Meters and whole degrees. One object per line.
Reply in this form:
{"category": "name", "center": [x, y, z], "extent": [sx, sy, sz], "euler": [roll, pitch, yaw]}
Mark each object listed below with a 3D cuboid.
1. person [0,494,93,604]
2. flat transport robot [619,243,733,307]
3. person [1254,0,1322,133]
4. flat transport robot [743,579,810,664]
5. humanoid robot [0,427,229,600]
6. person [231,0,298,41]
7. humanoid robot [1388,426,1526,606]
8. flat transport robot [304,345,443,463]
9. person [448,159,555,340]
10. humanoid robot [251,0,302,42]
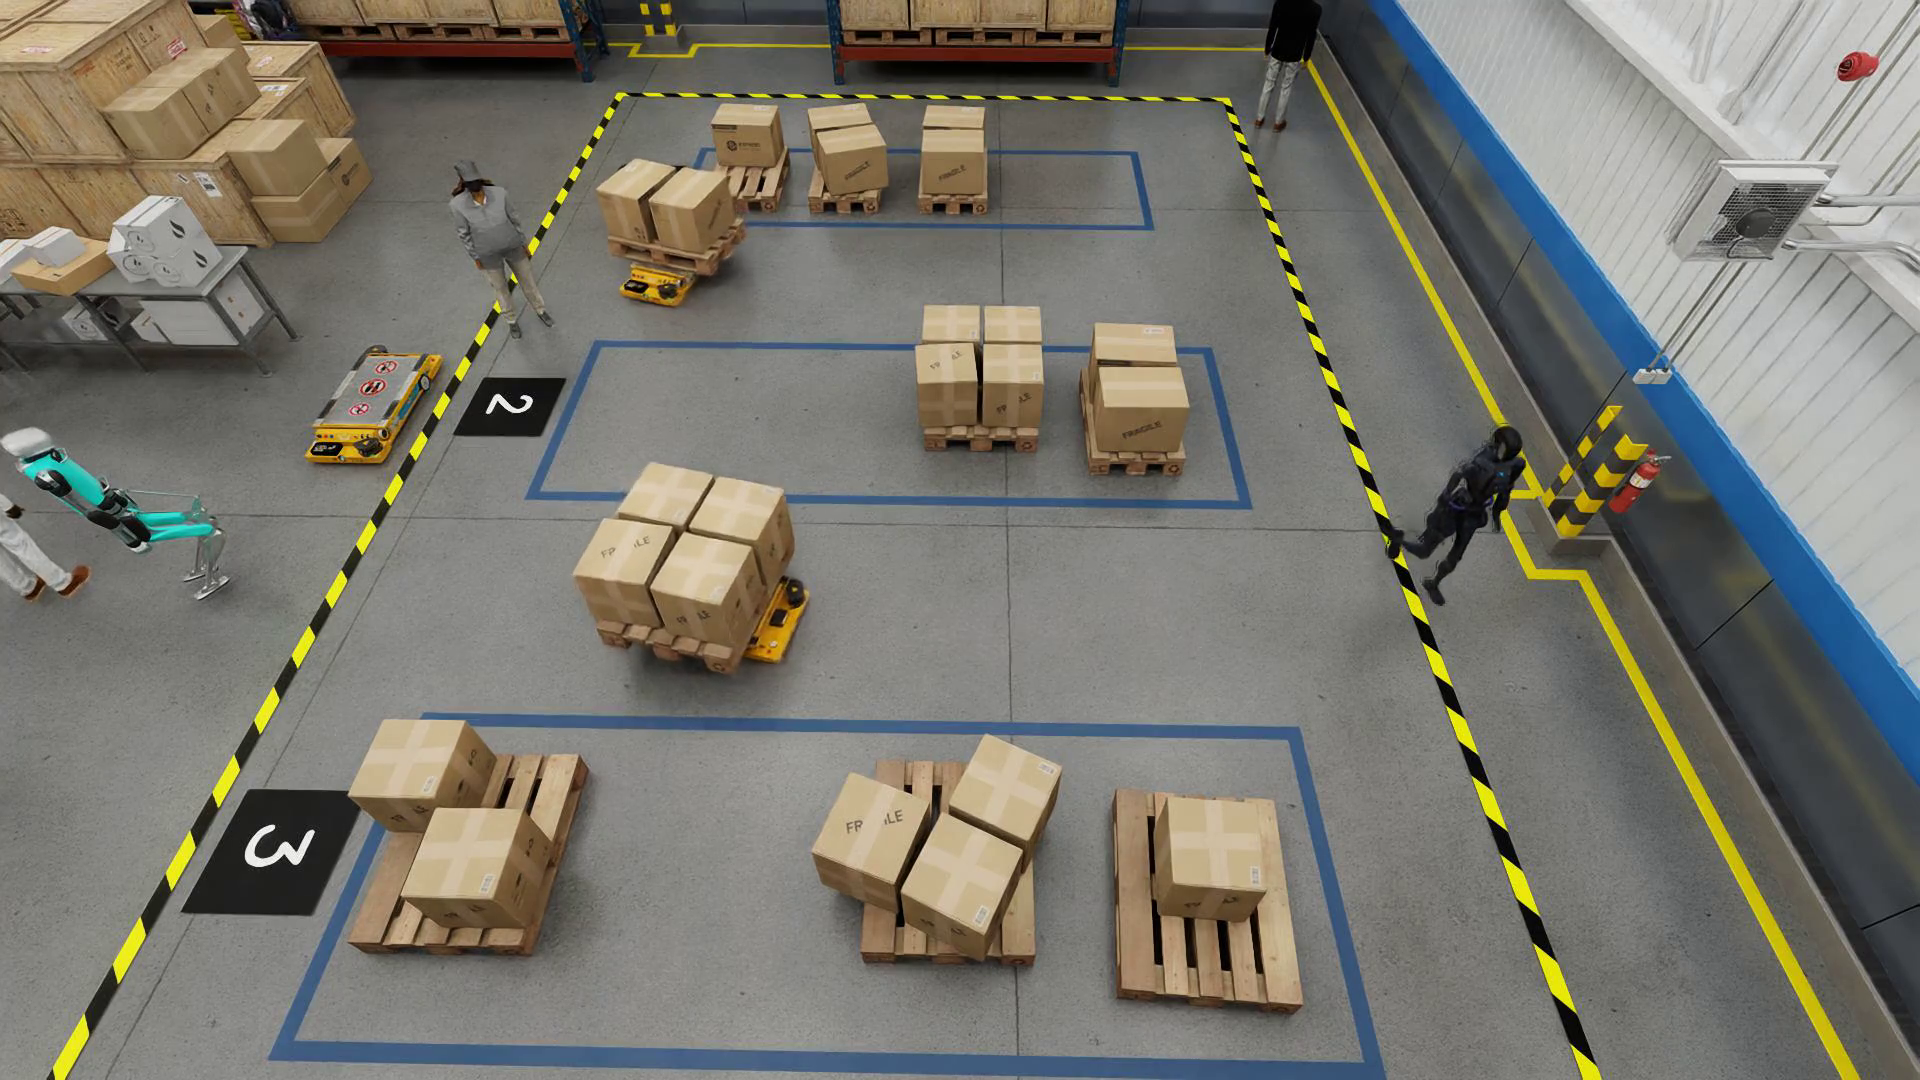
{"category": "person", "center": [-7.077, -0.222, 6.503], "extent": [0.580, 1.878, 0.342], "euler": [-7, 50, -6]}
{"category": "flat transport robot", "center": [-3.039, -3.073, 9.949], "extent": [0.652, 0.197, 1.431], "euler": [15, 51, 12]}
{"category": "person", "center": [4.091, -6.082, 11.455], "extent": [0.589, 1.884, 0.357], "euler": [21, 53, 17]}
{"category": "flat transport robot", "center": [-1.932, 0.471, 6.951], "extent": [1.431, 0.197, 0.652], "euler": [12, 51, 10]}
{"category": "humanoid robot", "center": [-5.779, -0.246, 6.523], "extent": [0.735, 1.679, 0.533], "euler": [-35, 58, -26]}
{"category": "person", "center": [-9.142, -6.833, 12.125], "extent": [0.598, 1.828, 0.404], "euler": [-21, 53, -17]}
{"category": "humanoid robot", "center": [3.640, -0.245, 6.660], "extent": [0.605, 1.645, 0.562], "euler": [-8, 50, -7]}
{"category": "flat transport robot", "center": [-5.383, -1.269, 8.441], "extent": [0.659, 0.231, 1.431], "euler": [1, 50, 1]}
{"category": "person", "center": [-4.389, -2.767, 8.725], "extent": [0.561, 1.769, 0.400], "euler": [-29, 56, -22]}
{"category": "humanoid robot", "center": [-8.719, -6.389, 11.849], "extent": [0.334, 1.657, 0.596], "euler": [7, 50, 6]}
